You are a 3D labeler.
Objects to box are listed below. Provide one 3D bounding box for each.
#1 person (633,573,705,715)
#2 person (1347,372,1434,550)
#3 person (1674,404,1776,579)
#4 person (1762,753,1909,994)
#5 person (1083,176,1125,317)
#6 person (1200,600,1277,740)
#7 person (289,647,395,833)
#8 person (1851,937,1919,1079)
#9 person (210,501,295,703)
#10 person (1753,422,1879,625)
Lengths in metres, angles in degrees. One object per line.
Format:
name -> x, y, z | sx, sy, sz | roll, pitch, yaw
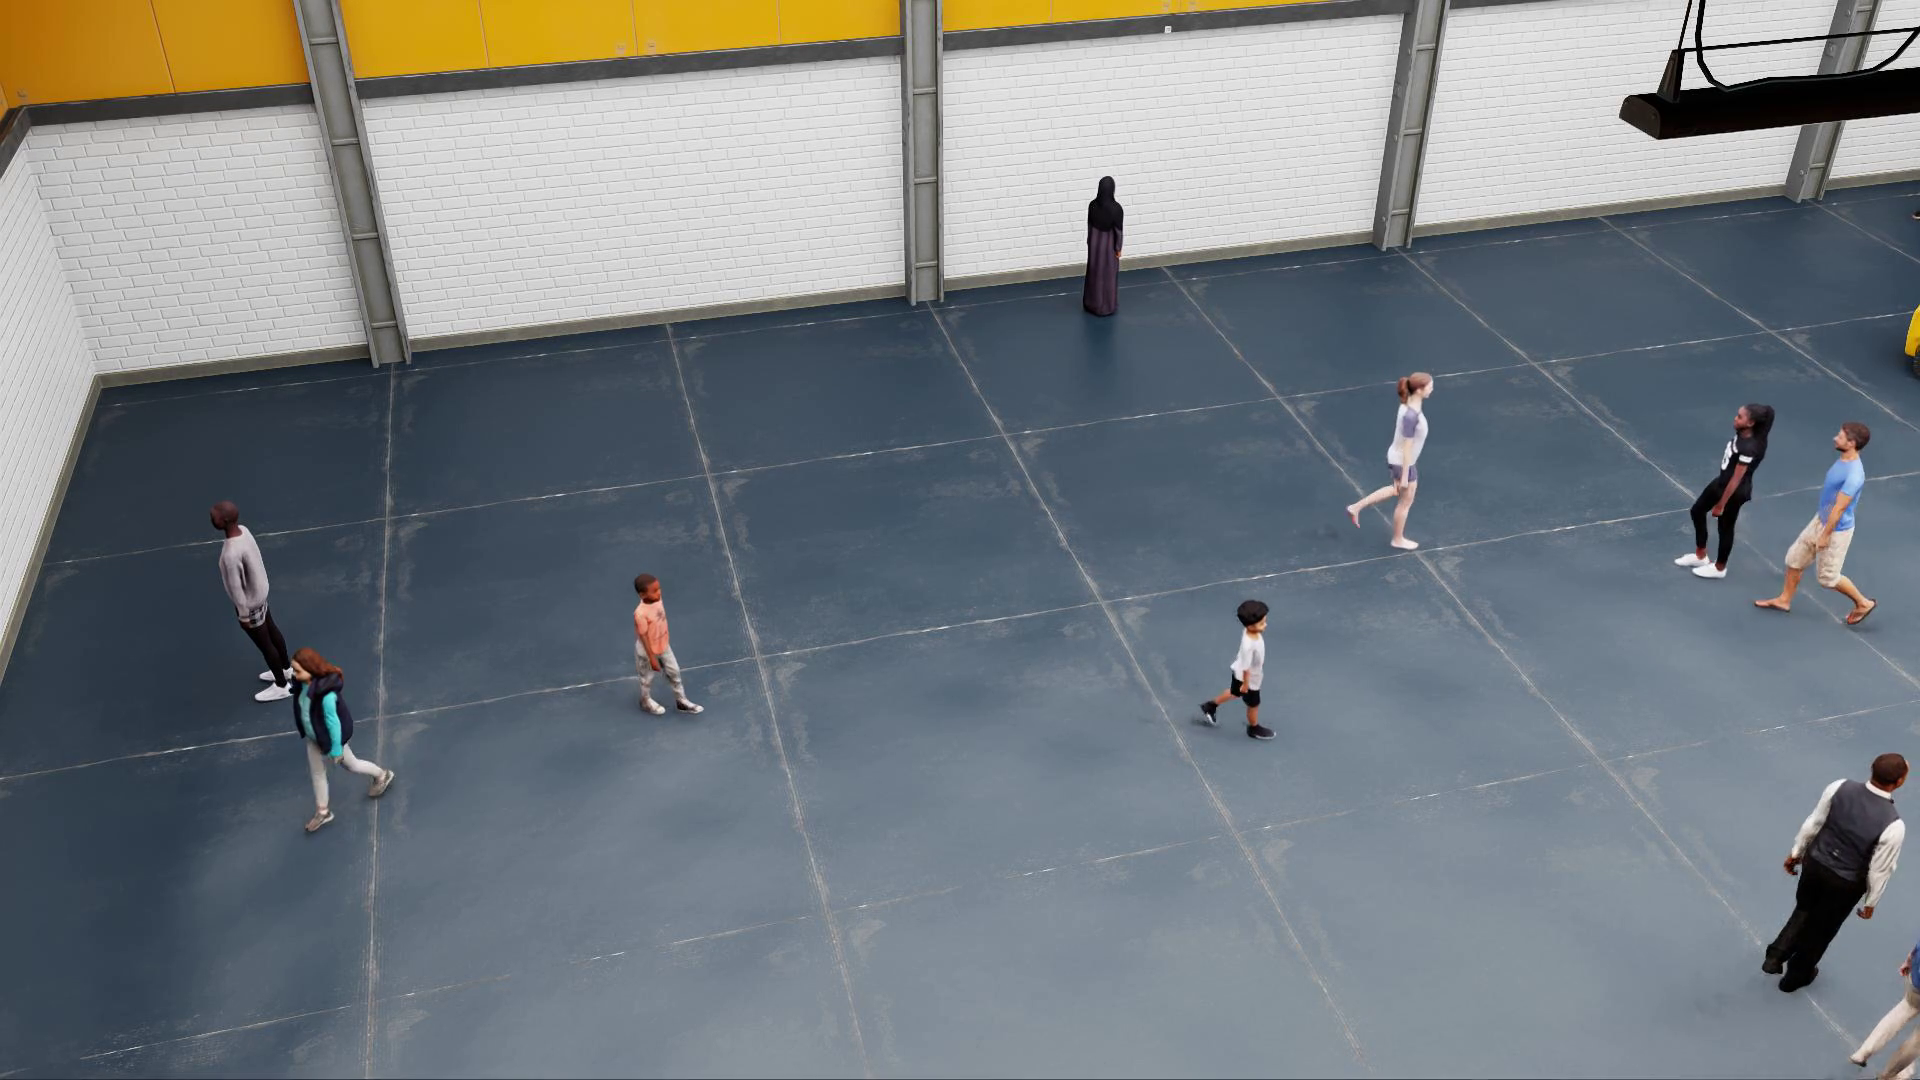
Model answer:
person -> -2.430, 0.803, 12.837 | 0.813, 1.292, 0.757 | 19, 38, 26
person -> 3.823, -0.698, 14.686 | 0.979, 1.746, 0.790 | 5, 34, 8
person -> 6.683, -0.397, 14.256 | 0.800, 1.719, 0.763 | 7, 34, 10
person -> 5.366, 2.112, 10.320 | 0.874, 1.898, 0.844 | -15, 37, -22
person -> 1.617, -3.331, 18.765 | 0.717, 1.615, 0.774 | 19, 38, 26
person -> 2.133, 0.970, 12.626 | 0.880, 1.247, 0.678 | 5, 34, 8
person -> -4.439, 1.357, 11.842 | 0.920, 1.470, 1.042 | 23, 40, 31
person -> 5.657, 2.652, 9.703 | 0.781, 1.682, 0.717 | -17, 37, -24
person -> -5.490, 0.452, 12.934 | 0.516, 1.769, 0.612 | -7, 34, -10
person -> 7.272, -0.099, 13.704 | 1.222, 1.835, 1.004 | 8, 34, 12
